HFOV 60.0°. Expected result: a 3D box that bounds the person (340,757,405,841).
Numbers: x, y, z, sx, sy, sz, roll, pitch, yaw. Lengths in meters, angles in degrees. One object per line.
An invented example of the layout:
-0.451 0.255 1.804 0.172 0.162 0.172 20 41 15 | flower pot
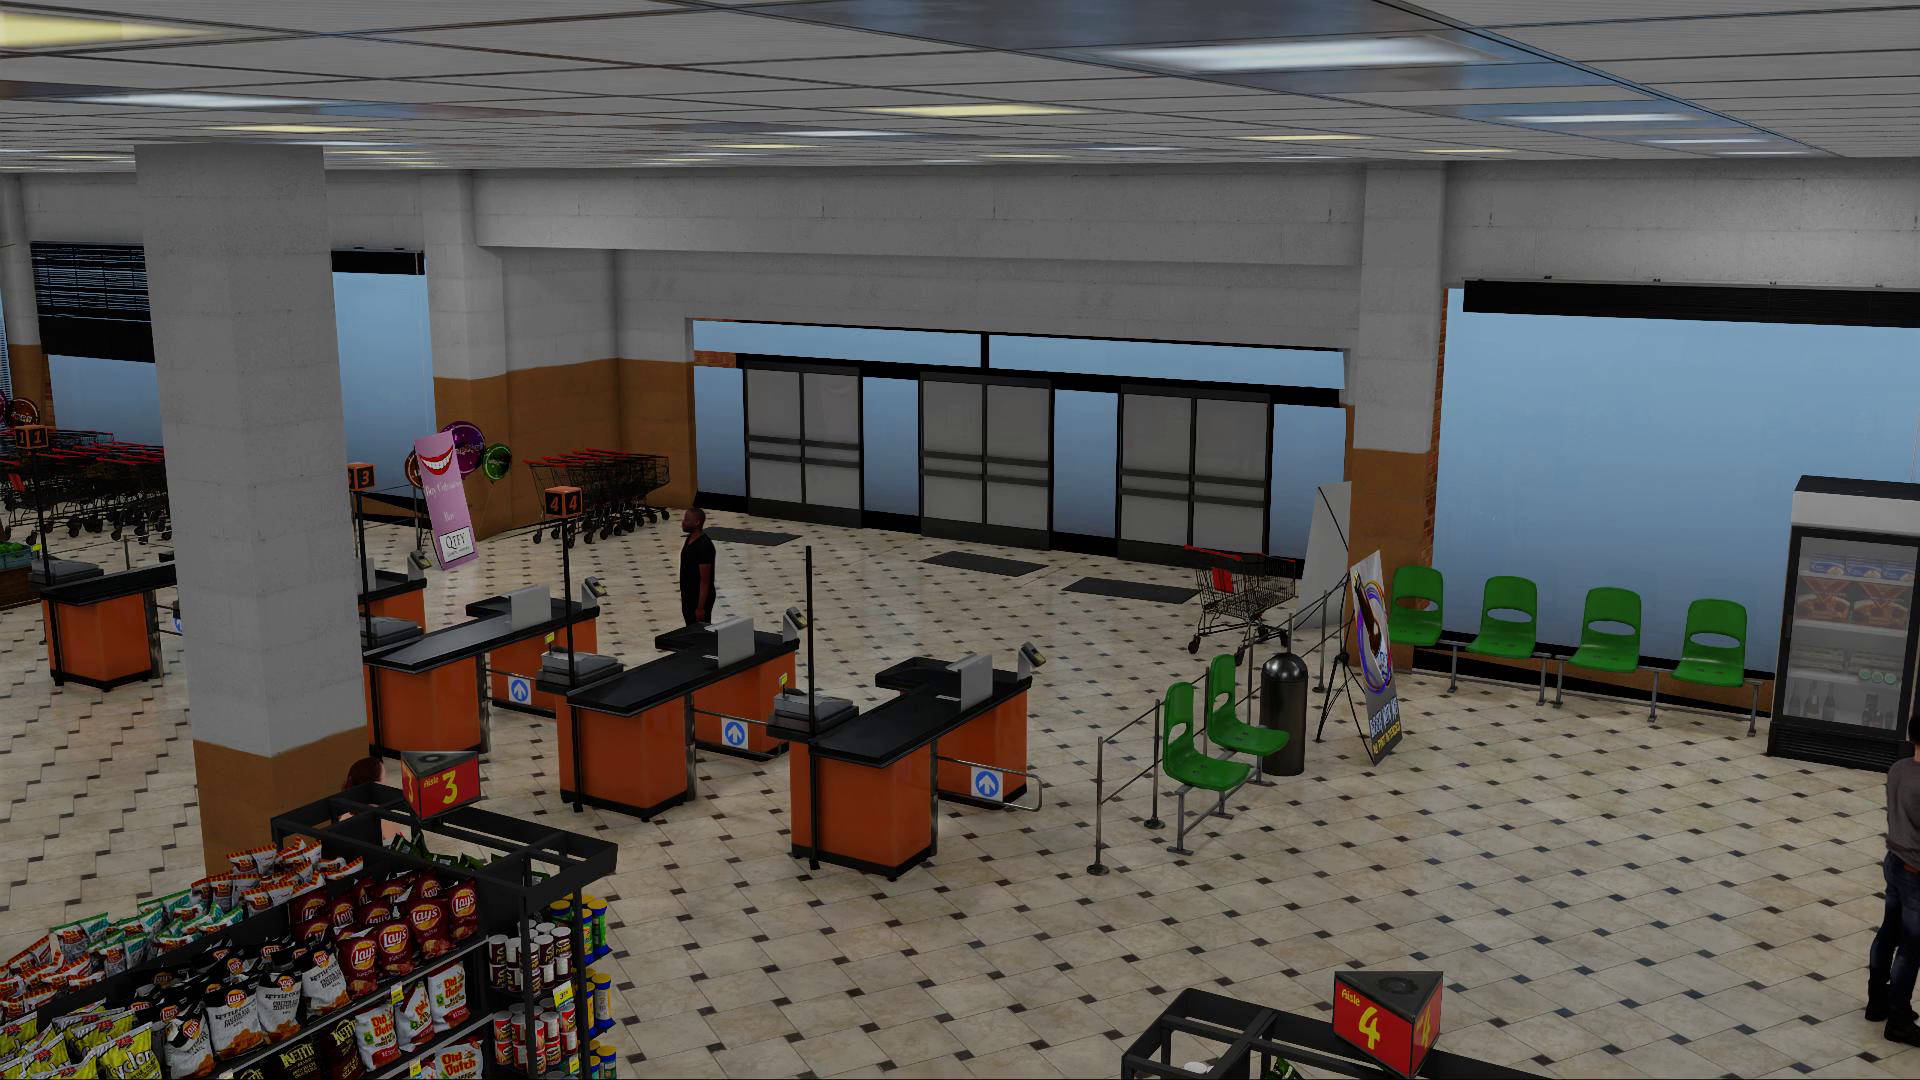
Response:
-3.174 2.021 9.096 0.616 1.754 0.627 3 12 16 | person

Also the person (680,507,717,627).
-2.483 0.581 15.776 0.752 1.820 0.752 -6 14 -28 | person

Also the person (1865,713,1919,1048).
5.381 1.882 9.394 0.822 1.903 0.675 1 12 6 | person
